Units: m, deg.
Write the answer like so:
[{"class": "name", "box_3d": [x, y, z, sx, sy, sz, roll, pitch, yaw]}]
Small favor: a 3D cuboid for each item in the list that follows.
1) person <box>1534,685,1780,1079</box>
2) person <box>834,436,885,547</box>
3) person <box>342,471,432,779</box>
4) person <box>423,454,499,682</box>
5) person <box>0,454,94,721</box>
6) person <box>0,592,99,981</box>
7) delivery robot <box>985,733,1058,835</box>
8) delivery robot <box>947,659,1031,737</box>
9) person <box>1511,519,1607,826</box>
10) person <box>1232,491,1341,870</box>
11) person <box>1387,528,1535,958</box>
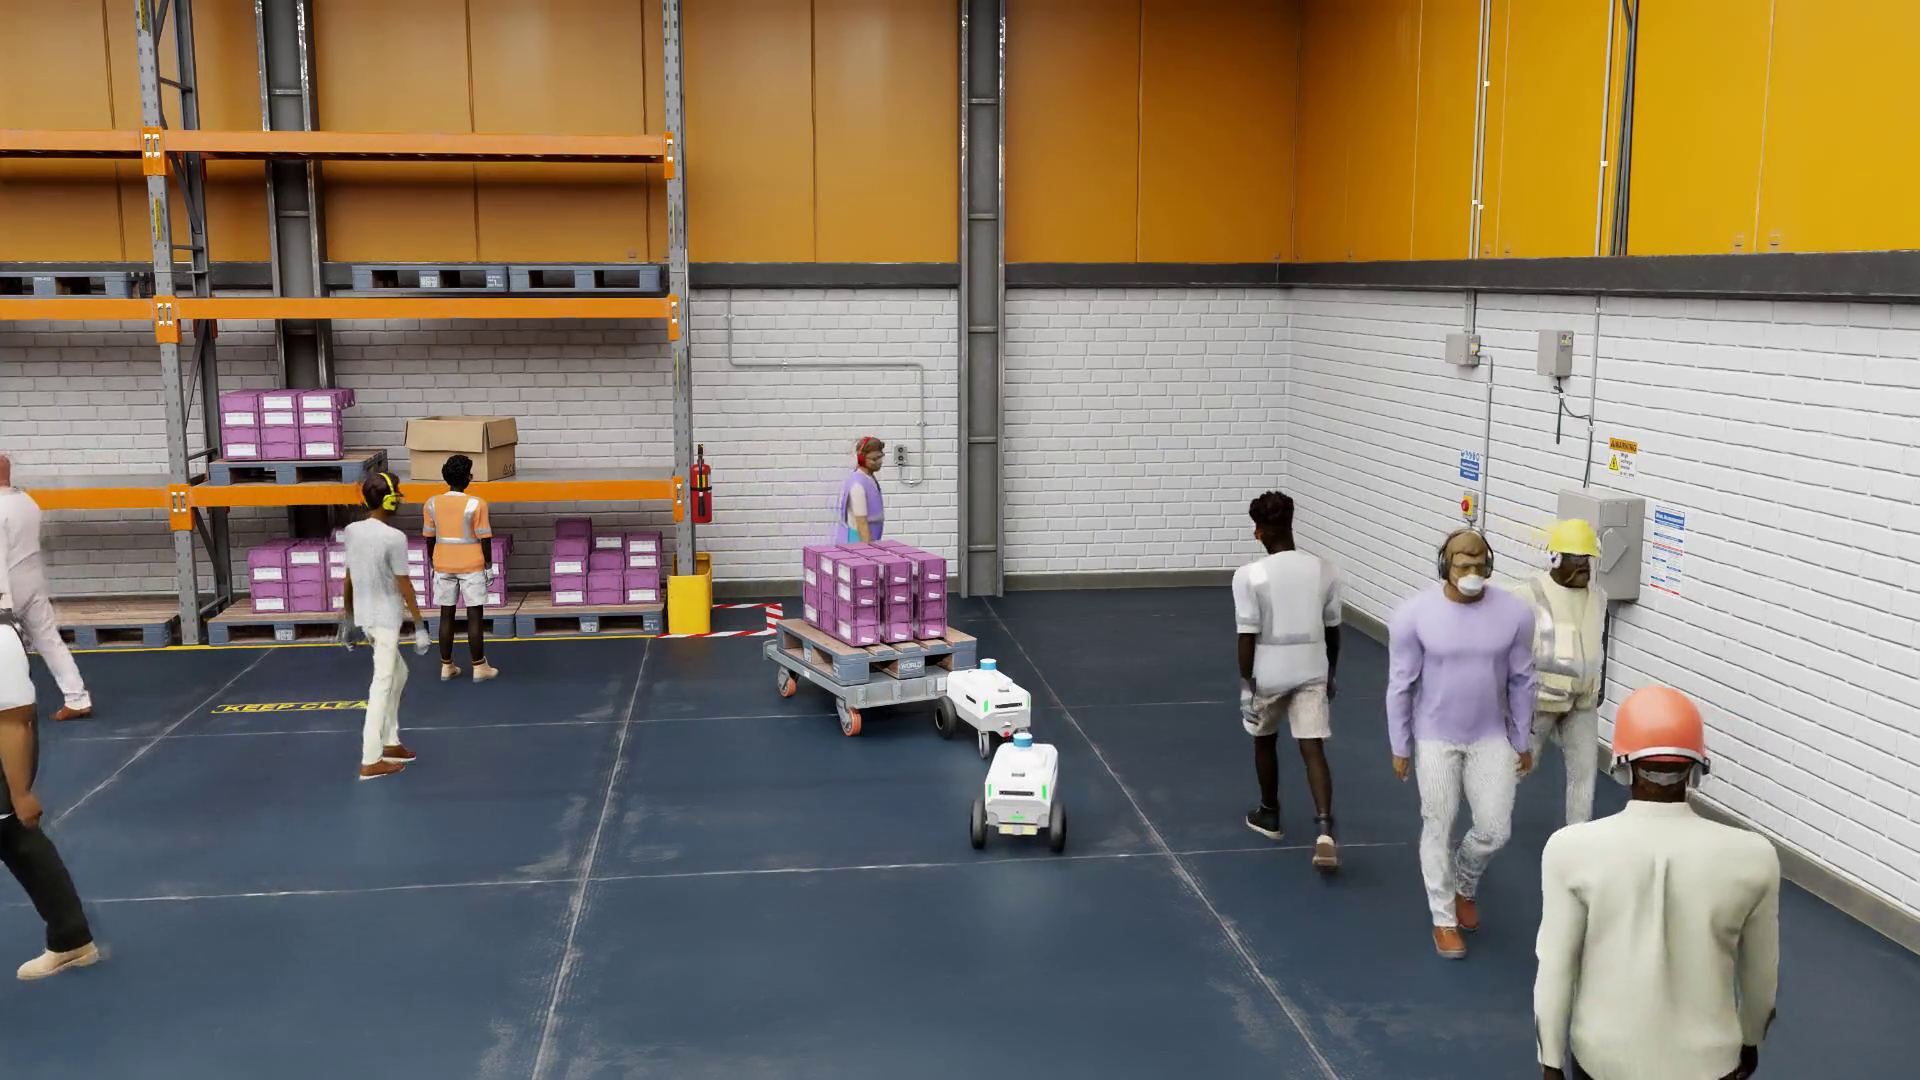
[{"class": "person", "box_3d": [1.875, 1.354, 4.508, 0.617, 1.944, 1.046, 3, 10, 19]}, {"class": "person", "box_3d": [-0.681, 0.080, 12.930, 0.949, 1.777, 0.624, 1, 9, 5]}, {"class": "person", "box_3d": [-3.430, 0.504, 10.067, 0.541, 1.844, 0.639, 6, 11, 34]}, {"class": "person", "box_3d": [-3.711, 0.211, 12.372, 0.540, 1.695, 0.317, 2, 9, 12]}, {"class": "person", "box_3d": [-6.362, 0.338, 11.111, 1.016, 1.851, 0.674, 0, 9, -2]}, {"class": "person", "box_3d": [-4.128, 0.925, 6.846, 1.030, 2.000, 0.692, -7, 11, -37]}, {"class": "delivery robot", "box_3d": [0.337, 1.283, 8.942, 0.477, 0.478, 0.707, 1, 9, 7]}, {"class": "delivery robot", "box_3d": [0.181, 1.007, 10.666, 0.477, 0.478, 0.707, -3, 10, -21]}, {"class": "person", "box_3d": [3.033, 0.766, 8.598, 0.578, 1.809, 0.830, -3, 9, -16]}, {"class": "person", "box_3d": [1.718, 0.709, 8.605, 0.606, 1.919, 0.968, -2, 9, -9]}, {"class": "person", "box_3d": [2.213, 0.897, 7.373, 0.655, 1.926, 0.445, 1, 9, 4]}]
